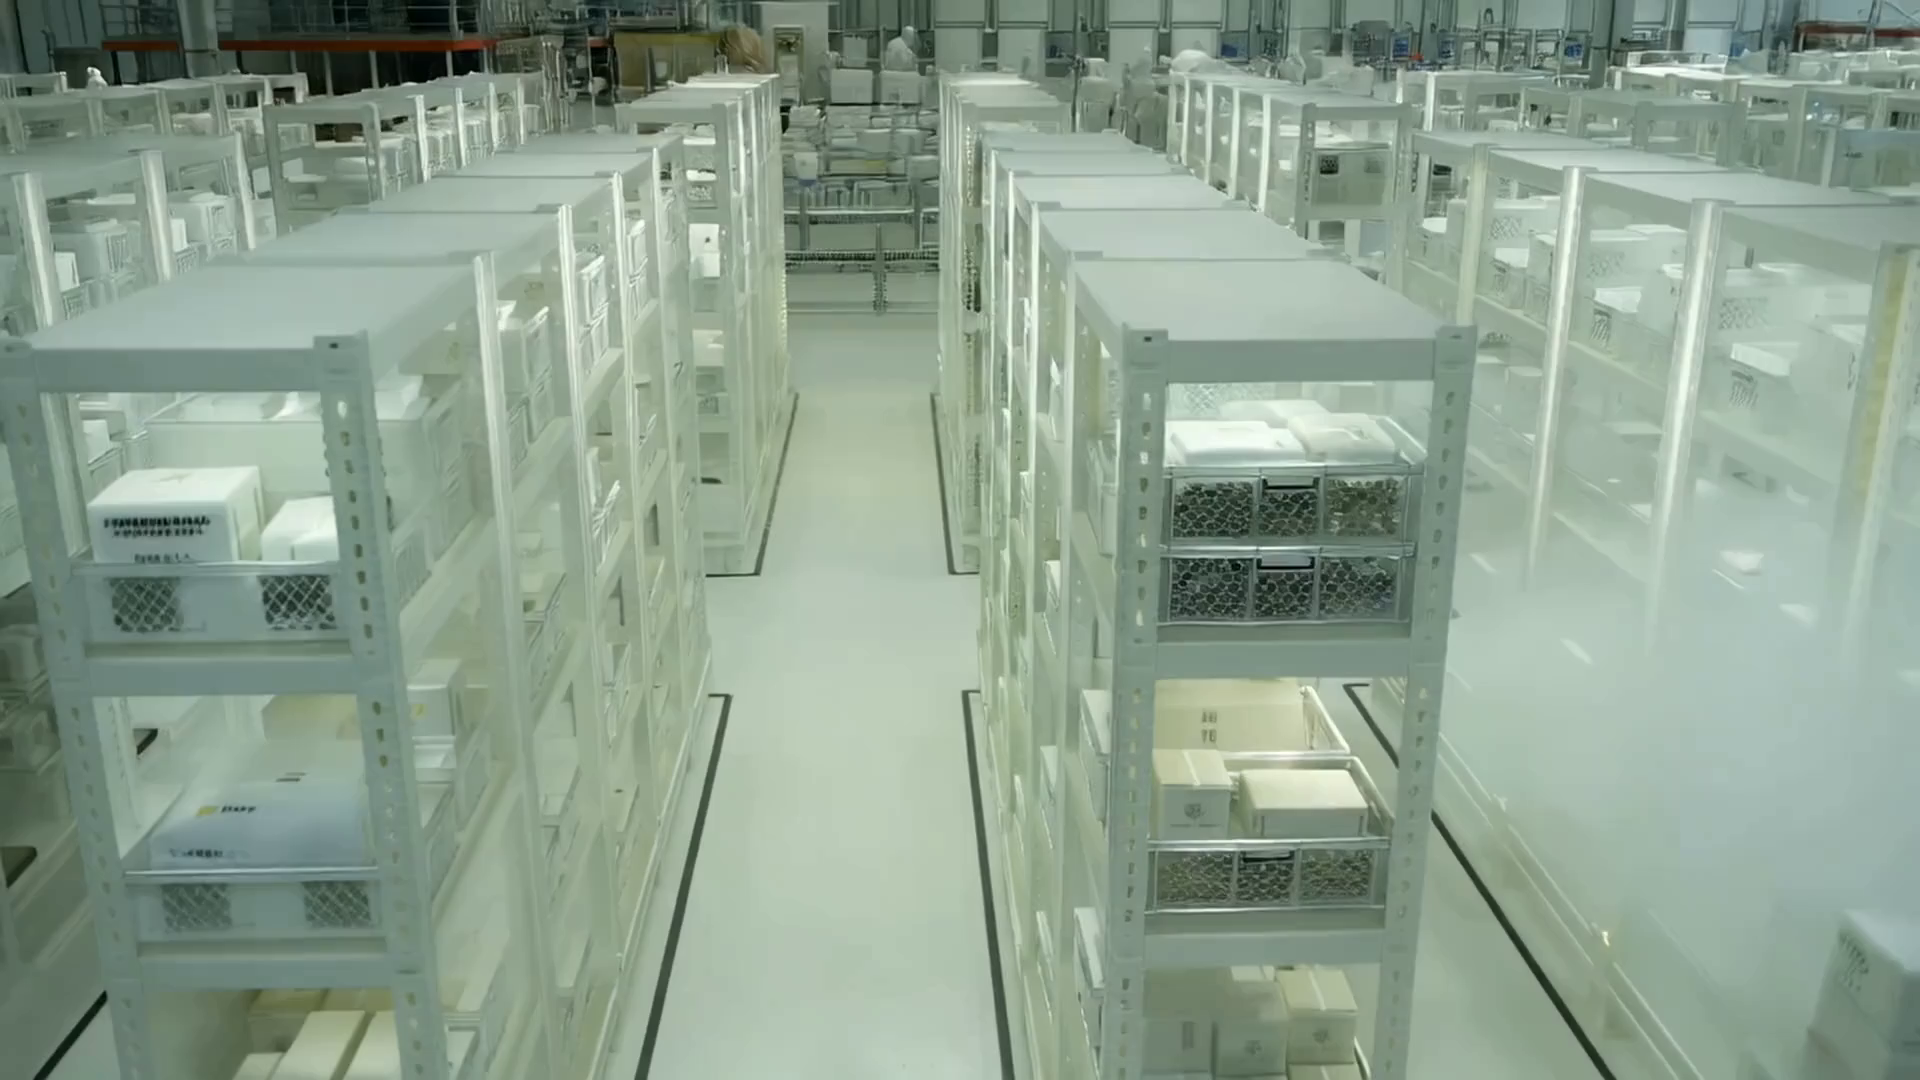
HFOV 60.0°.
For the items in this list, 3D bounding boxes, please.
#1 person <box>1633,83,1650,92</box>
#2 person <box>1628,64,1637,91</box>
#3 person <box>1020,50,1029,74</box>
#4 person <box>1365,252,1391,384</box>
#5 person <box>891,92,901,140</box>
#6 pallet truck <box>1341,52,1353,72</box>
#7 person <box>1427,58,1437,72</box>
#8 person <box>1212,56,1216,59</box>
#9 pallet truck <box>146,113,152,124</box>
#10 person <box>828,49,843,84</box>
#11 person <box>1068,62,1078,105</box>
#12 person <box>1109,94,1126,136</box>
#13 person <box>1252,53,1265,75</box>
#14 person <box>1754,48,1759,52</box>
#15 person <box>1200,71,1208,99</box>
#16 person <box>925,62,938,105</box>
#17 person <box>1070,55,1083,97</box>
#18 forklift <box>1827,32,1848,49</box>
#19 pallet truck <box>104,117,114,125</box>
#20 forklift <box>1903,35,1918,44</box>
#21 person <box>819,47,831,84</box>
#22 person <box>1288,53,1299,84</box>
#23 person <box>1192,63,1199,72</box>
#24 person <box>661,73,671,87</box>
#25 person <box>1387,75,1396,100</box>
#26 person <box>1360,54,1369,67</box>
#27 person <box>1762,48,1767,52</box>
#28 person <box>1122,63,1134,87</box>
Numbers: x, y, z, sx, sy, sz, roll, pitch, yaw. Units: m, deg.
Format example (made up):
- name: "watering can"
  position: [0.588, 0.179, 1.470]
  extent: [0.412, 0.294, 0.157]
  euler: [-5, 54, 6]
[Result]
- name: "person"
  position: [24.428, -15.855, 59.788]
  extent: [0.372, 1.966, 0.603]
  euler: [-13, 22, -34]
- name: "person"
  position: [30.414, -20.825, 75.387]
  extent: [0.618, 1.834, 0.522]
  euler: [7, 19, 20]
- name: "person"
  position: [3.366, -24.649, 87.058]
  extent: [0.458, 1.927, 0.625]
  euler: [15, 23, 39]
- name: "person"
  position: [4.036, -1.883, 16.527]
  extent: [0.635, 1.980, 0.617]
  euler: [-3, 18, -8]
- name: "person"
  position: [-1.892, -12.345, 49.250]
  extent: [0.312, 1.768, 0.530]
  euler: [-6, 19, -18]
- name: "pallet truck"
  position: [18.794, -23.123, 82.231]
  extent: [0.823, 1.965, 1.885]
  euler: [-13, 22, -35]
- name: "person"
  position: [22.821, -22.410, 80.492]
  extent: [0.375, 1.727, 0.512]
  euler: [-13, 22, -35]
- name: "person"
  position: [13.154, -24.066, 85.672]
  extent: [0.742, 1.667, 0.547]
  euler: [0, 18, 1]
- name: "pallet truck"
  position: [-18.087, -8.309, 36.390]
  extent: [1.885, 1.965, 0.823]
  euler: [-1, 18, -4]
- name: "person"
  position: [-6.833, -25.880, 90.957]
  extent: [0.901, 1.885, 0.554]
  euler: [-11, 21, -30]
- name: "person"
  position: [4.917, -19.850, 72.364]
  extent: [0.429, 1.843, 0.639]
  euler: [-2, 18, -5]
- name: "person"
  position: [4.368, -11.400, 46.160]
  extent: [0.518, 1.870, 0.323]
  euler: [8, 20, 24]
- name: "person"
  position: [14.943, -23.422, 83.293]
  extent: [0.613, 1.914, 0.426]
  euler: [5, 18, 14]
- name: "person"
  position: [43.495, -25.945, 91.061]
  extent: [0.552, 1.935, 0.369]
  euler: [1, 18, 4]
- name: "person"
  position: [8.443, -15.196, 57.633]
  extent: [0.689, 2.000, 0.539]
  euler: [-2, 18, -5]
- name: "person"
  position: [-1.248, -19.882, 72.476]
  extent: [0.645, 1.824, 0.455]
  euler: [14, 23, 37]
- name: "person"
  position: [5.483, -21.852, 78.412]
  extent: [0.591, 1.926, 0.387]
  euler: [4, 18, 11]
- name: "forklift"
  position: [46.023, -25.321, 87.619]
  extent: [1.129, 2.768, 1.873]
  euler: [-1, 18, -2]
- name: "pallet truck"
  position: [-18.367, -7.885, 35.078]
  extent: [1.885, 1.965, 0.823]
  euler: [1, 18, 2]
- name: "forklift"
  position: [49.831, -25.277, 87.485]
  extent: [1.129, 2.768, 1.873]
  euler: [-10, 20, -27]
- name: "person"
  position: [-7.440, -26.153, 91.655]
  extent: [0.756, 1.969, 0.616]
  euler: [-12, 21, -32]
- name: "person"
  position: [16.504, -23.050, 82.096]
  extent: [0.990, 1.956, 0.615]
  euler: [-13, 22, -34]
- name: "person"
  position: [9.262, -17.784, 65.662]
  extent: [0.604, 2.034, 0.418]
  euler: [6, 19, 18]
- name: "person"
  position: [-10.849, -16.386, 61.670]
  extent: [1.001, 1.828, 0.595]
  euler: [3, 18, 8]
- name: "person"
  position: [15.034, -15.301, 58.203]
  extent: [0.961, 1.902, 0.545]
  euler: [-6, 19, -19]
- name: "person"
  position: [21.146, -24.541, 87.005]
  extent: [0.543, 1.752, 0.374]
  euler: [-3, 18, -10]
- name: "person"
  position: [43.650, -25.738, 90.426]
  extent: [0.627, 1.936, 0.374]
  euler: [9, 20, 27]
- name: "person"
  position: [7.330, -19.914, 72.600]
  extent: [0.513, 1.827, 0.989]
  euler: [11, 21, 30]
